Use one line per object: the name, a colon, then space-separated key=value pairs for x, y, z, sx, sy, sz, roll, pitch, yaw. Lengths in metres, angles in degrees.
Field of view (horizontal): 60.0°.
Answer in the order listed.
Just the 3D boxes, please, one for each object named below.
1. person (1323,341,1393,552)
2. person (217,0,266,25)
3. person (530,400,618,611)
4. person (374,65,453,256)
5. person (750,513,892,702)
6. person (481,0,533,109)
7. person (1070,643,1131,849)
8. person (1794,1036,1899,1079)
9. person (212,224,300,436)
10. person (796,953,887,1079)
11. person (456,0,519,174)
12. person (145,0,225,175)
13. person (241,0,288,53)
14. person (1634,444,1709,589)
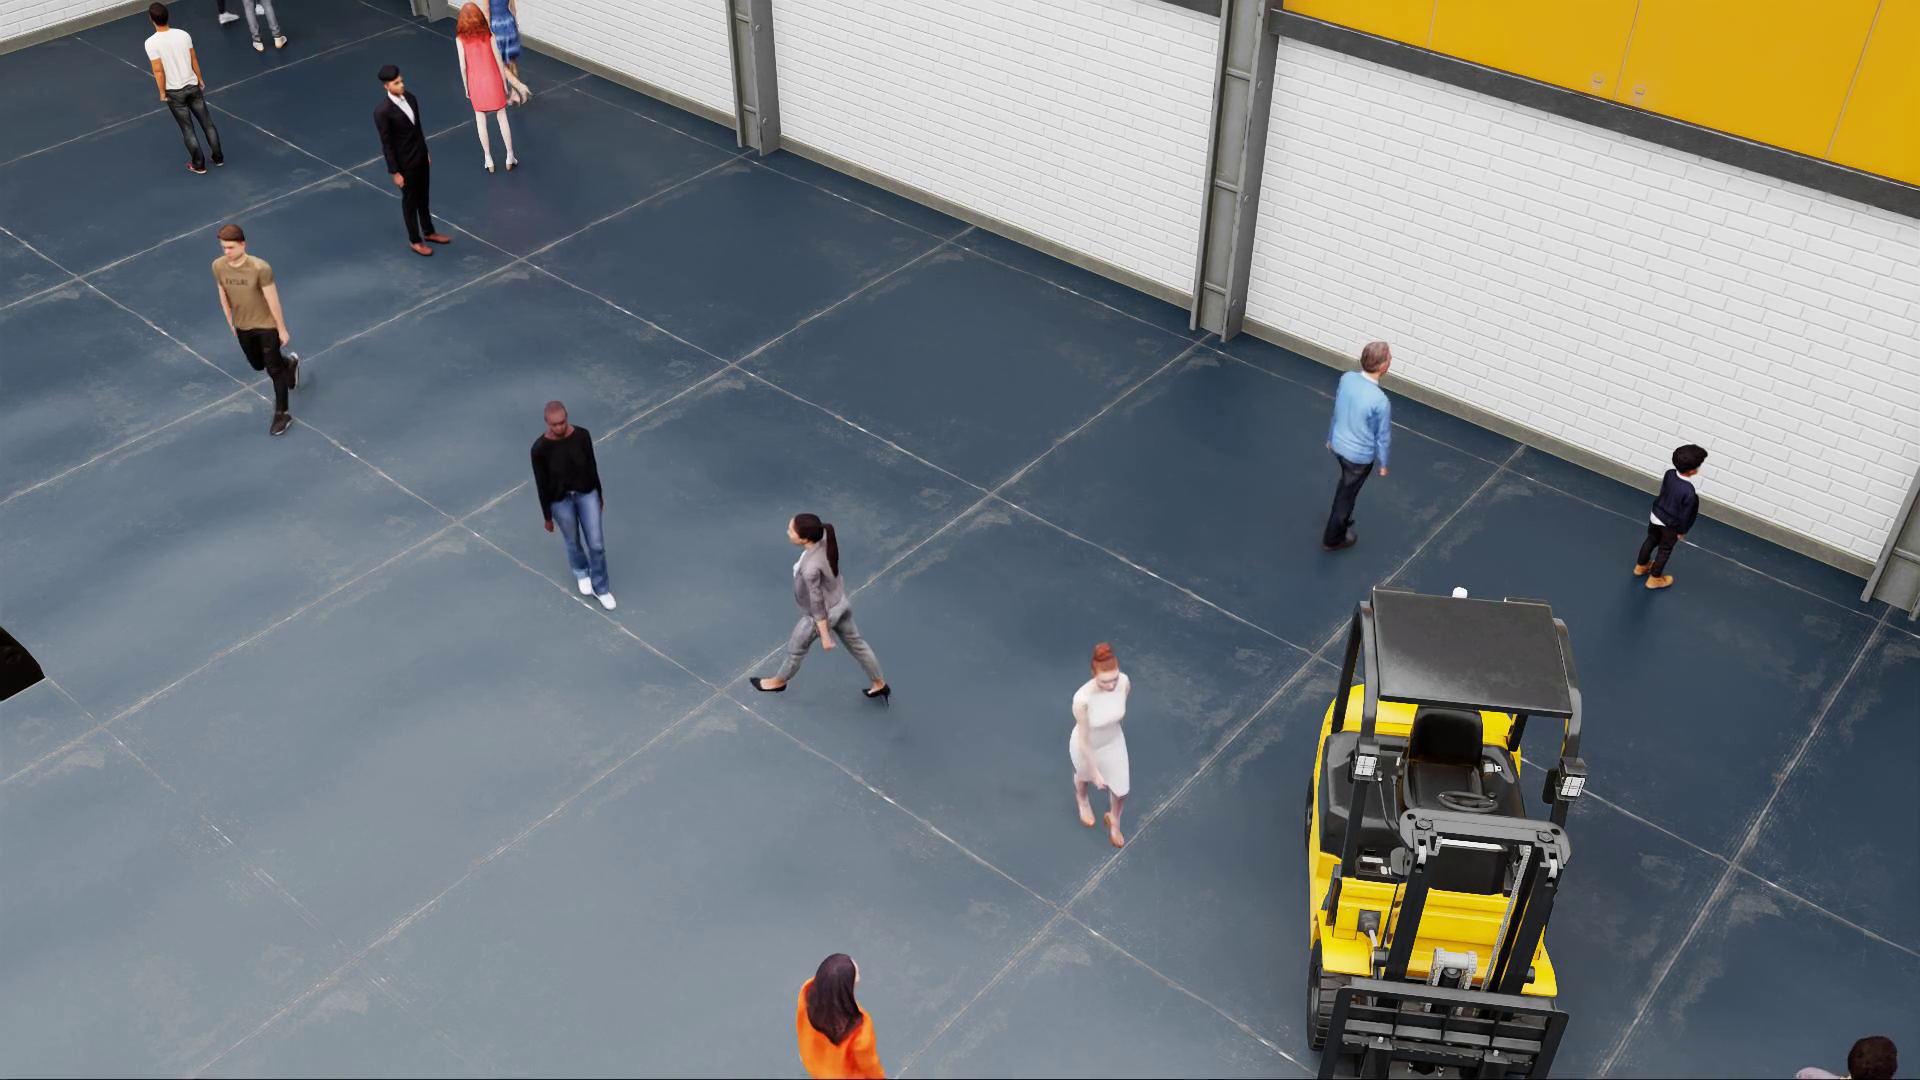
person: x=2.872 y=-0.667 z=12.363 sx=0.829 sy=1.801 sz=0.707 roll=-19 pitch=42 yaw=-22
person: x=-9.236 y=-7.263 z=20.696 sx=0.953 sy=1.710 sz=0.956 roll=-25 pitch=45 yaw=-28
person: x=-2.820 y=-0.333 z=12.001 sx=0.801 sy=1.730 sz=0.912 roll=-17 pitch=42 yaw=-20
person: x=-5.335 y=-3.692 z=16.085 sx=0.679 sy=1.884 sz=0.760 roll=14 pitch=41 yaw=17
person: x=-0.807 y=0.537 z=11.017 sx=1.280 sy=1.599 sz=0.978 roll=11 pitch=40 yaw=14
person: x=-5.060 y=-5.630 z=18.589 sx=0.843 sy=1.787 sz=0.712 roll=21 pitch=43 yaw=24
person: x=0.772 y=1.196 z=10.061 sx=0.766 sy=1.762 sz=0.882 roll=-17 pitch=42 yaw=-20
person: x=3.991 y=2.980 z=7.770 sx=0.873 sy=1.834 sz=0.942 roll=-26 pitch=46 yaw=-29
person: x=-5.771 y=-1.823 z=13.781 sx=1.092 sy=1.837 sz=1.061 roll=4 pitch=39 yaw=6
person: x=-0.657 y=2.679 z=8.227 sx=0.623 sy=1.733 sz=0.710 roll=31 pitch=48 yaw=33
person: x=-4.976 y=-4.746 z=17.451 sx=0.663 sy=1.826 sz=0.686 roll=-9 pitch=40 yaw=-11
person: x=-8.177 y=-4.755 z=17.479 sx=0.539 sy=1.804 sz=0.637 roll=30 pitch=47 yaw=32
person: x=-8.574 y=-6.855 z=20.041 sx=0.746 sy=1.889 sz=0.742 roll=-13 pitch=40 yaw=-15
person: x=5.219 y=-0.188 z=12.224 sx=0.639 sy=1.225 sz=0.560 roll=-9 pitch=39 yaw=-11
